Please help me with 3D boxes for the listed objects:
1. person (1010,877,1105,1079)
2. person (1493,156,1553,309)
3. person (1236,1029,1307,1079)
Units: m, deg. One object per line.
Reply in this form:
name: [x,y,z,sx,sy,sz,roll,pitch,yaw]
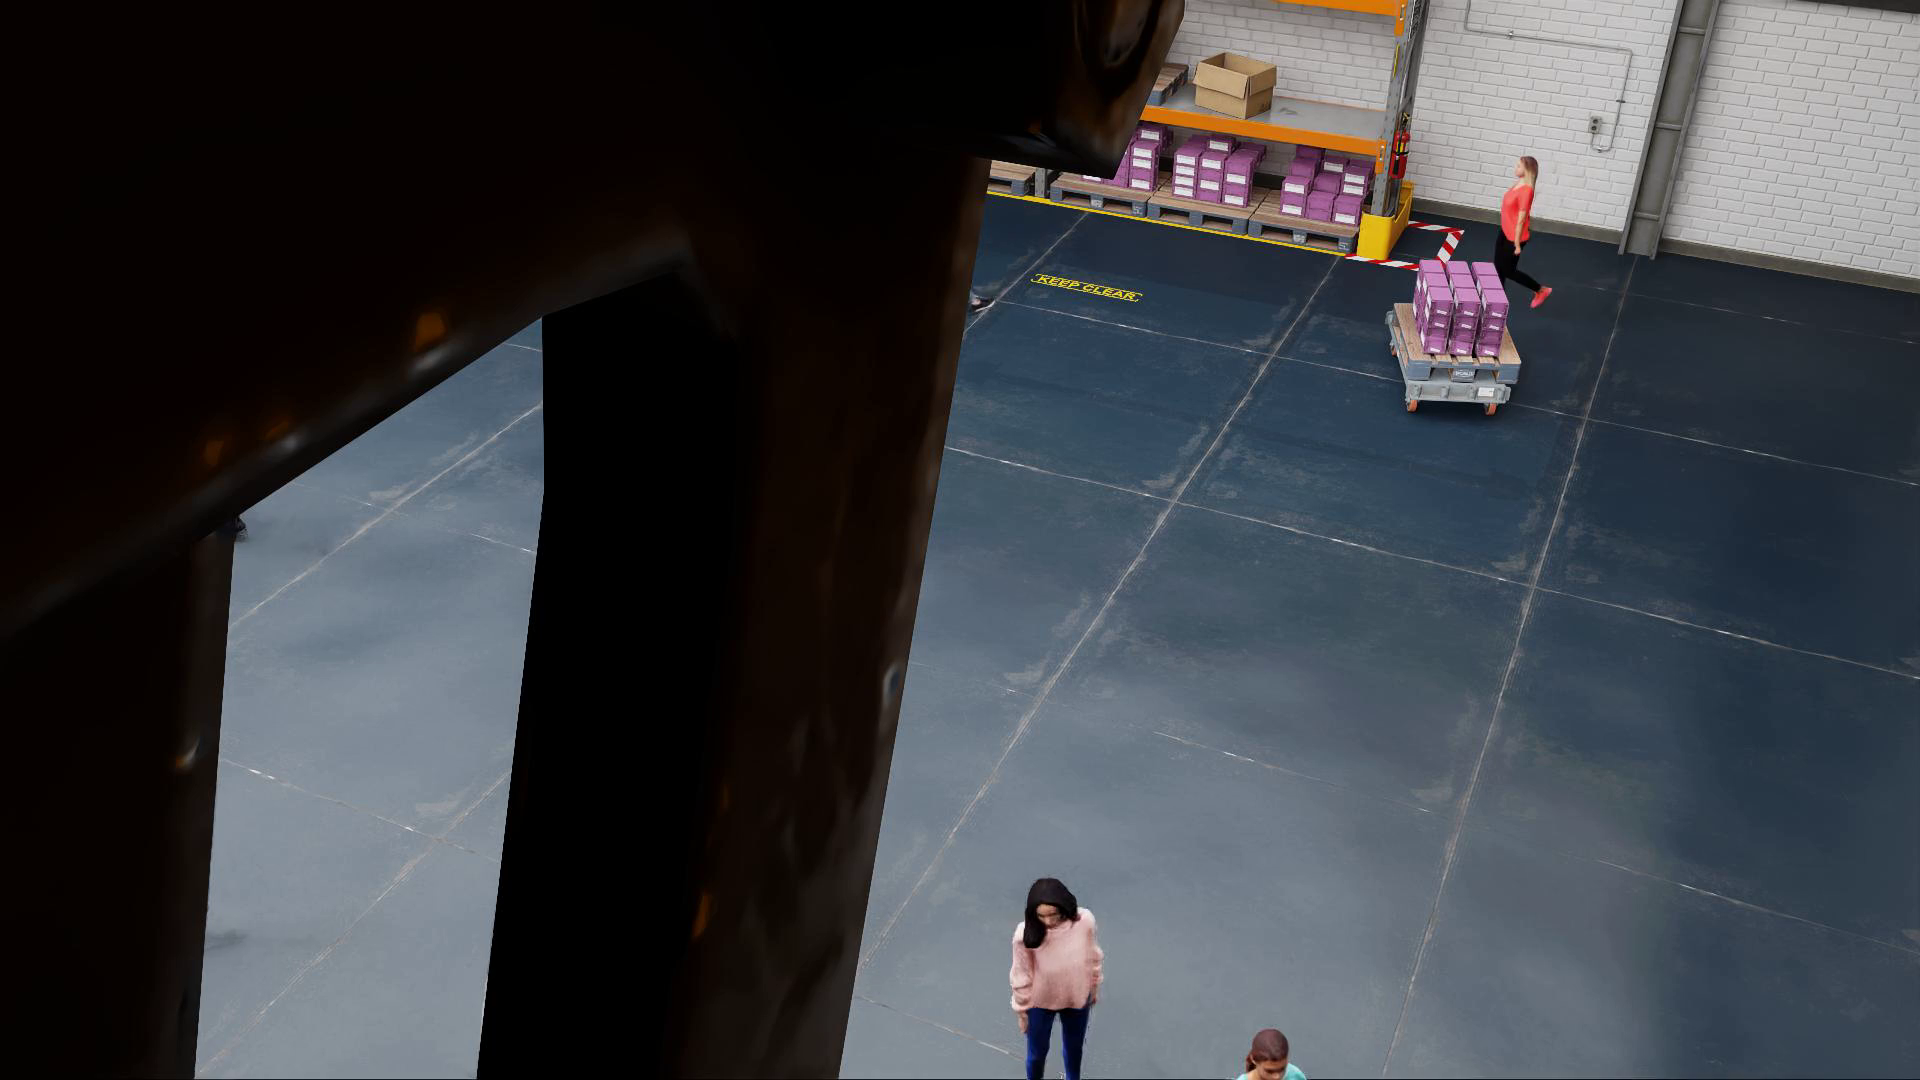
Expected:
person: [0.529,2.360,8.630,0.733,1.755,0.834,-14,36,-20]
person: [5.700,-3.058,16.856,1.016,1.673,0.778,5,34,7]
person: [1.425,2.870,8.051,0.698,1.548,0.757,-9,35,-13]
